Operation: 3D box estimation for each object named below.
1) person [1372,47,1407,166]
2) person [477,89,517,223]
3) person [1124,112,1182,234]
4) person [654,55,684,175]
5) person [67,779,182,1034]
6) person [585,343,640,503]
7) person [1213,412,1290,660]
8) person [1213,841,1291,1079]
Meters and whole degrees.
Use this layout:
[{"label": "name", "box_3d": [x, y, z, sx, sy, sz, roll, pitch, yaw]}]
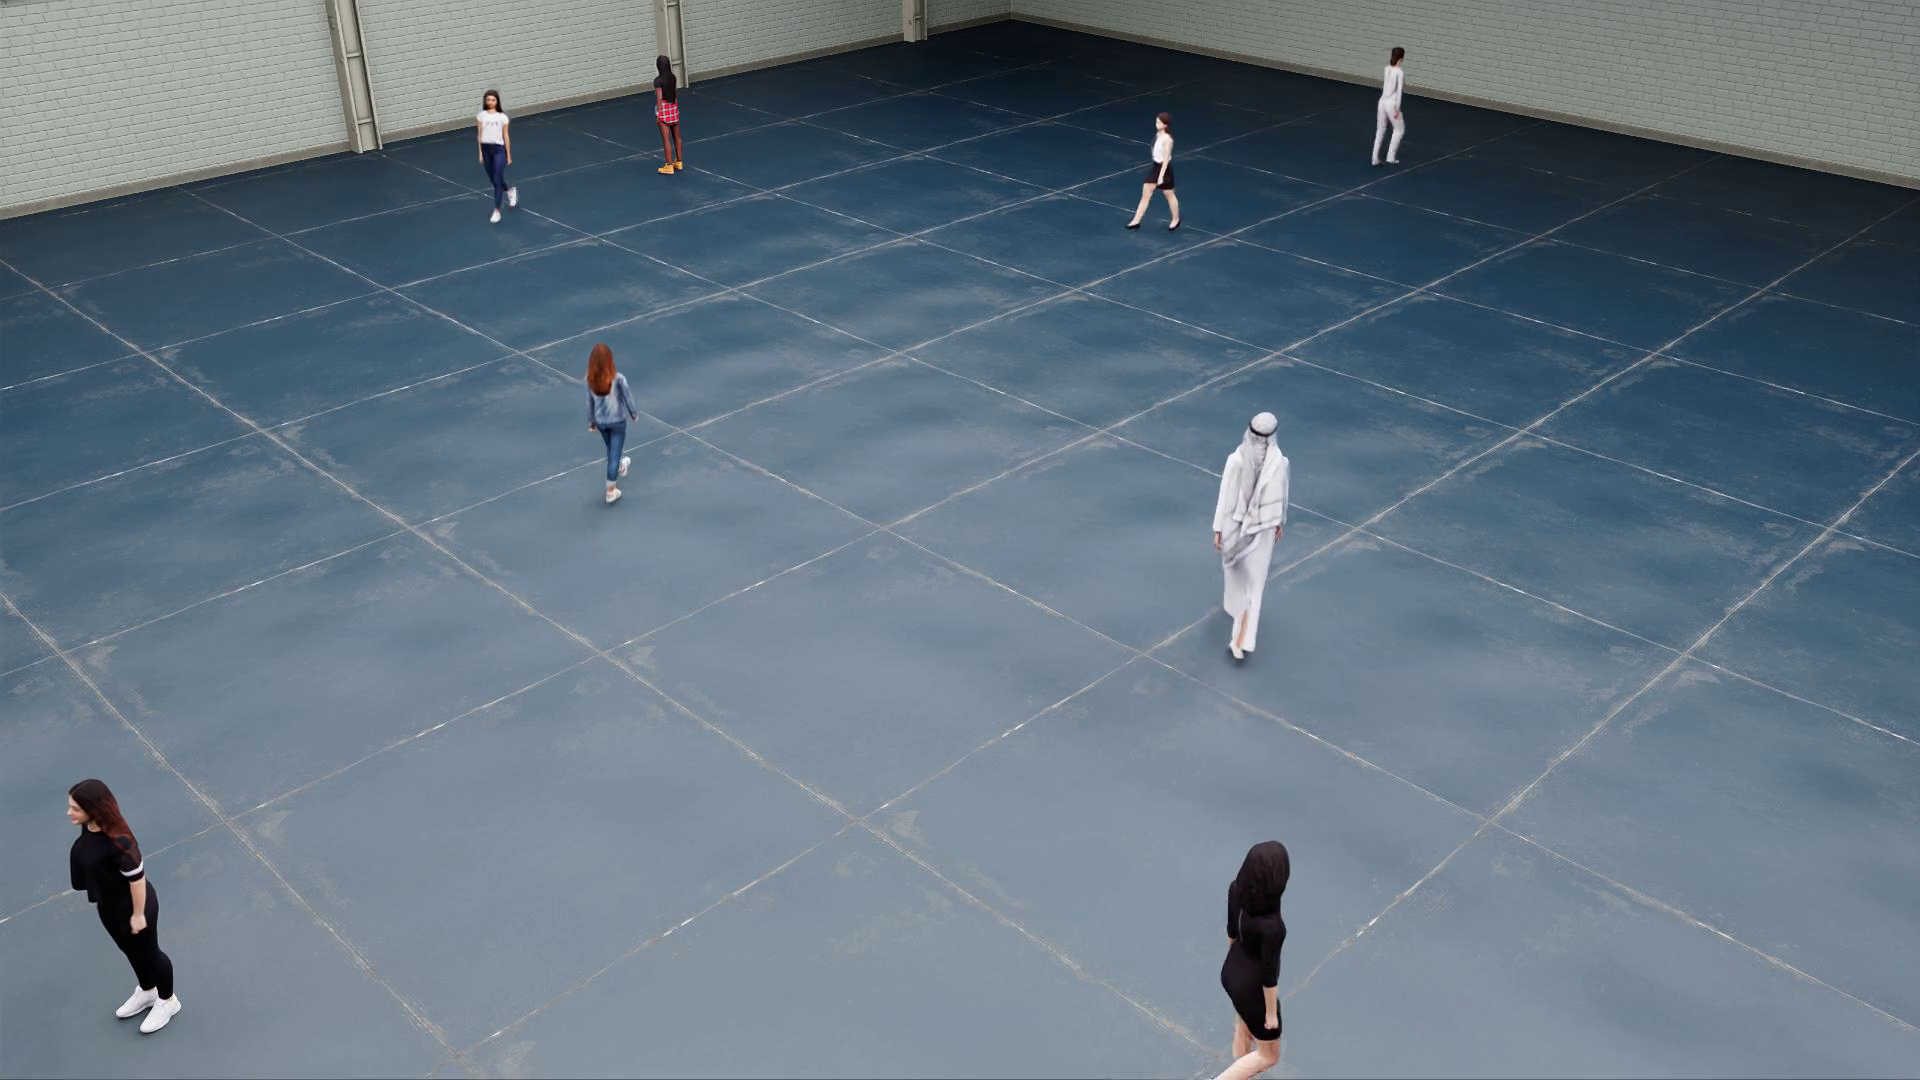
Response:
[{"label": "person", "box_3d": [6.408, -6.505, 25.047, 0.764, 1.757, 0.691, -16, 32, -28]}, {"label": "person", "box_3d": [-6.339, -5.284, 22.765, 1.003, 1.747, 1.144, 5, 28, 9]}, {"label": "person", "box_3d": [2.758, -4.843, 22.089, 1.157, 1.603, 0.869, -11, 30, -19]}, {"label": "person", "box_3d": [-4.355, -6.353, 24.791, 0.728, 1.729, 0.615, 15, 32, 26]}, {"label": "person", "box_3d": [-4.629, 1.998, 9.207, 0.647, 1.639, 0.635, 18, 33, 30]}, {"label": "person", "box_3d": [-3.195, -1.040, 15.120, 0.891, 1.443, 1.055, 6, 29, 11]}, {"label": "person", "box_3d": [2.198, 0.007, 12.692, 1.137, 1.877, 1.299, 2, 28, 4]}, {"label": "person", "box_3d": [1.414, 2.315, 8.449, 0.948, 1.791, 0.821, -9, 29, -16]}]
